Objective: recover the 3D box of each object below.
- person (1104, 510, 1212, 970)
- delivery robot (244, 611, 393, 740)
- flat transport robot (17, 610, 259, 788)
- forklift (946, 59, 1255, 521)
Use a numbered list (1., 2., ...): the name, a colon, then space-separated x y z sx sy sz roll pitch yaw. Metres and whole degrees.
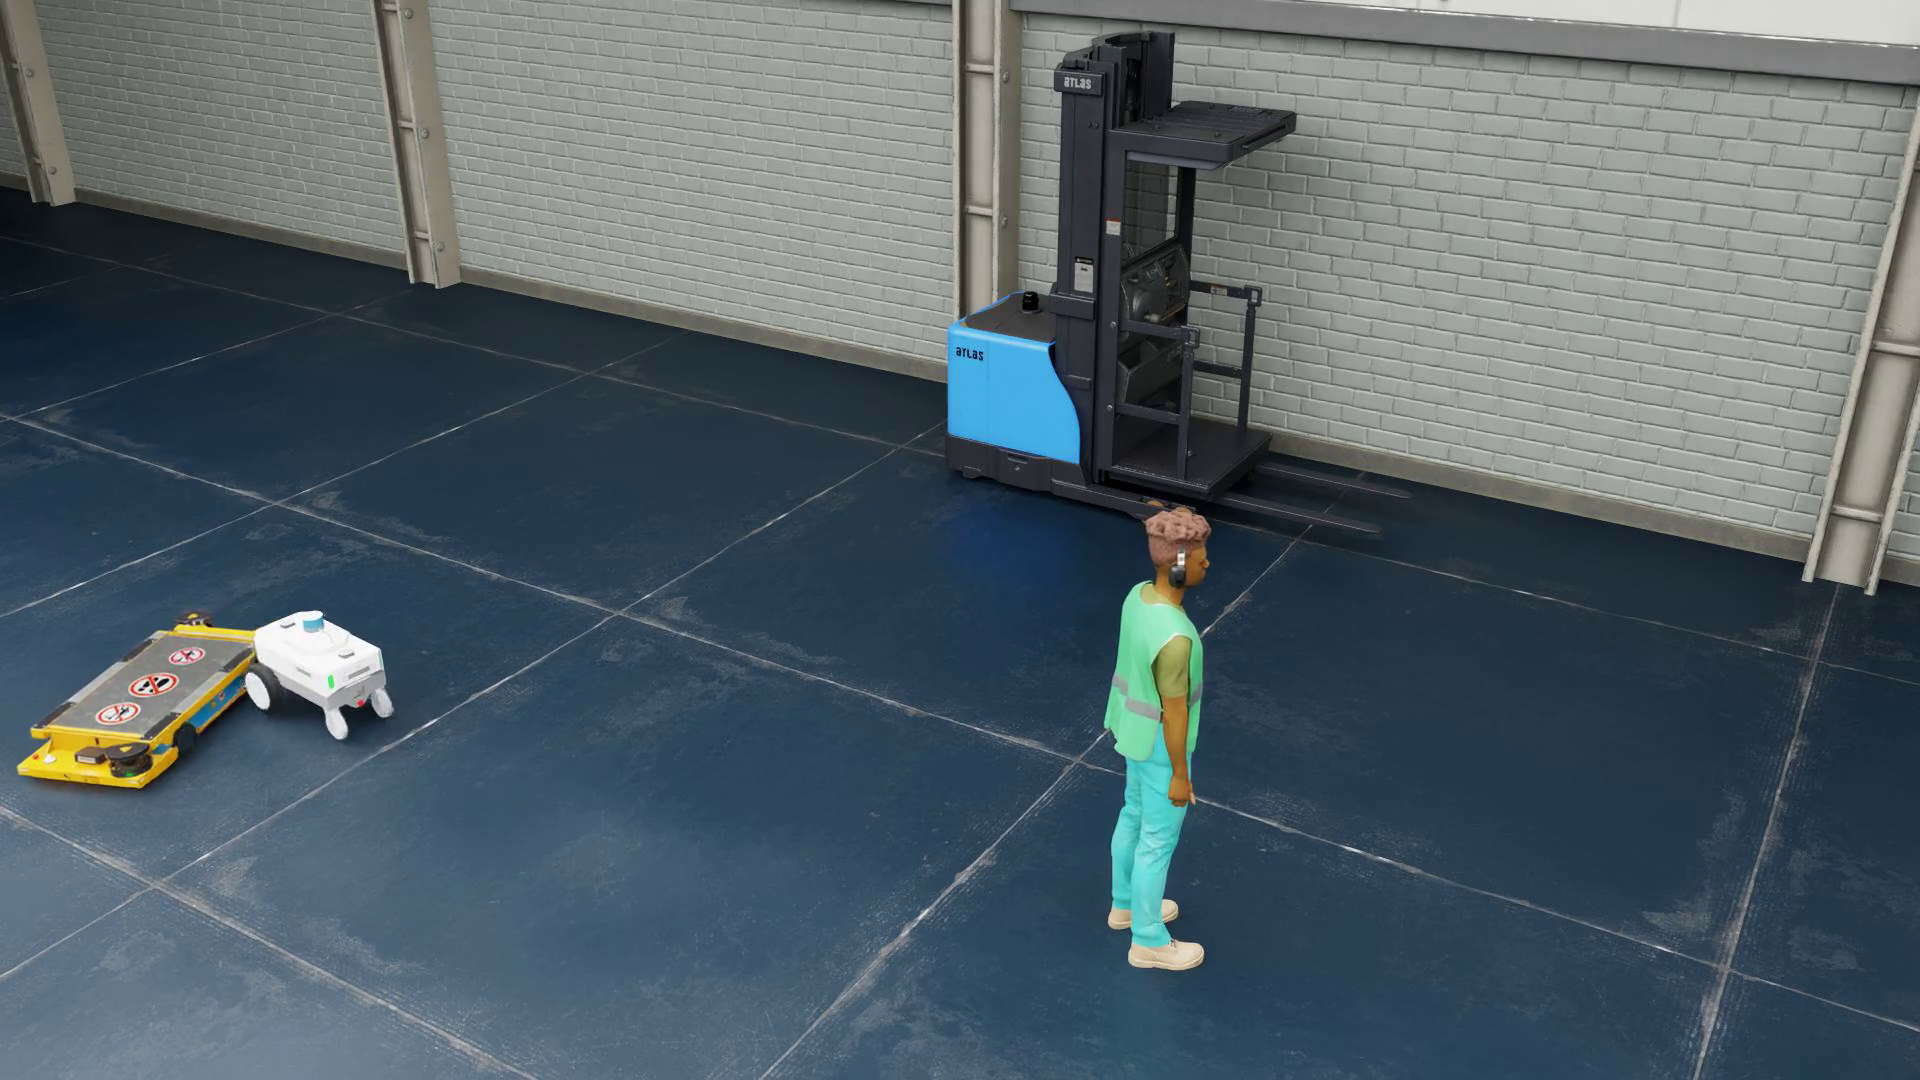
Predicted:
1. person: 0.779 0.796 6.577 0.391 1.977 0.489 -5 26 -11
2. delivery robot: -3.300 0.653 8.564 0.810 0.612 0.499 18 31 33
3. flat transport robot: -4.092 0.798 8.570 0.659 0.231 1.431 4 26 9
4. forklift: 0.933 -1.707 10.833 1.873 2.768 1.129 15 29 28
